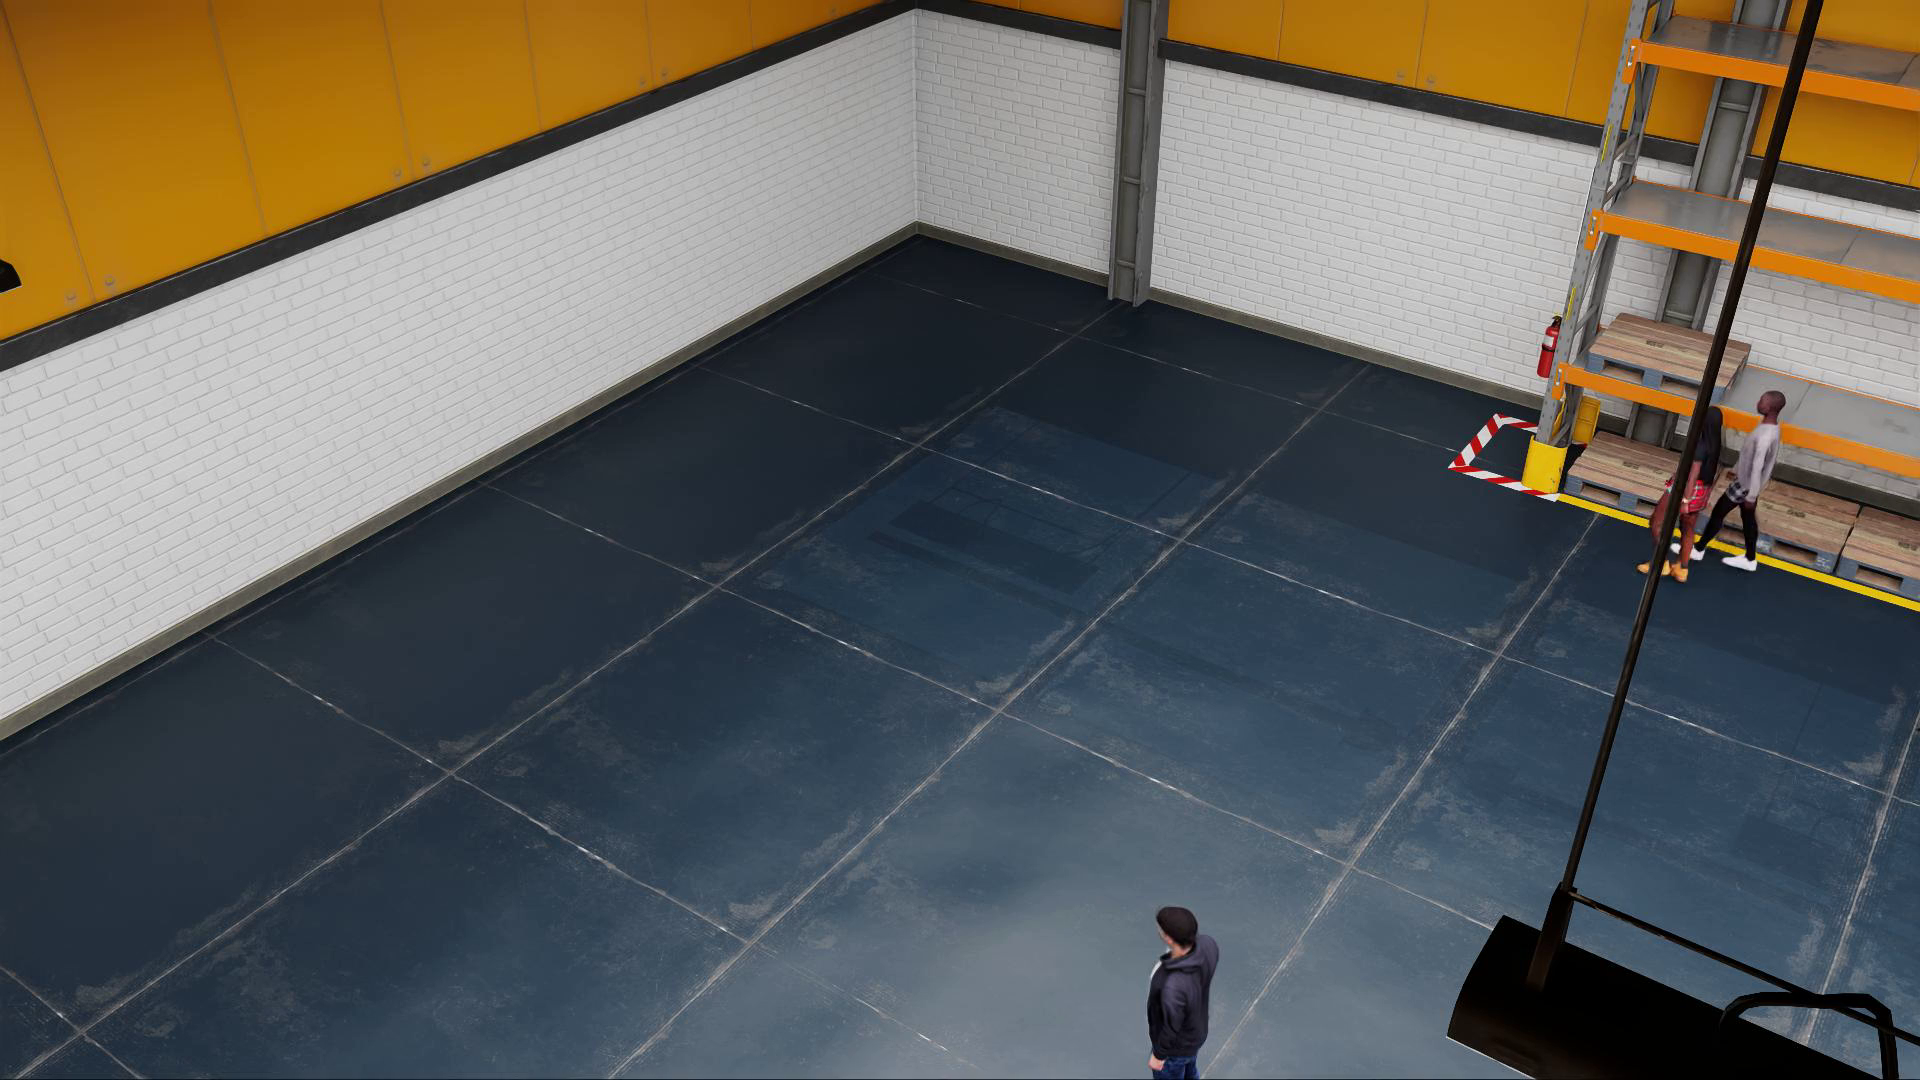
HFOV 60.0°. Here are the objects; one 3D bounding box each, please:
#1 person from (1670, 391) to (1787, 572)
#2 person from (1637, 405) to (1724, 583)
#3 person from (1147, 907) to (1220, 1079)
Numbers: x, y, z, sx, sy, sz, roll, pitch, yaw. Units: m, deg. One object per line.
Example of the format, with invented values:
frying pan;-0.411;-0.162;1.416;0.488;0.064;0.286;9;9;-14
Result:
person;6.942;-0.471;14.410;0.978;1.746;0.698;17;37;24
person;6.334;-0.348;14.256;0.651;1.710;0.634;26;42;34
person;1.241;2.780;9.389;0.572;1.889;0.678;19;38;26
